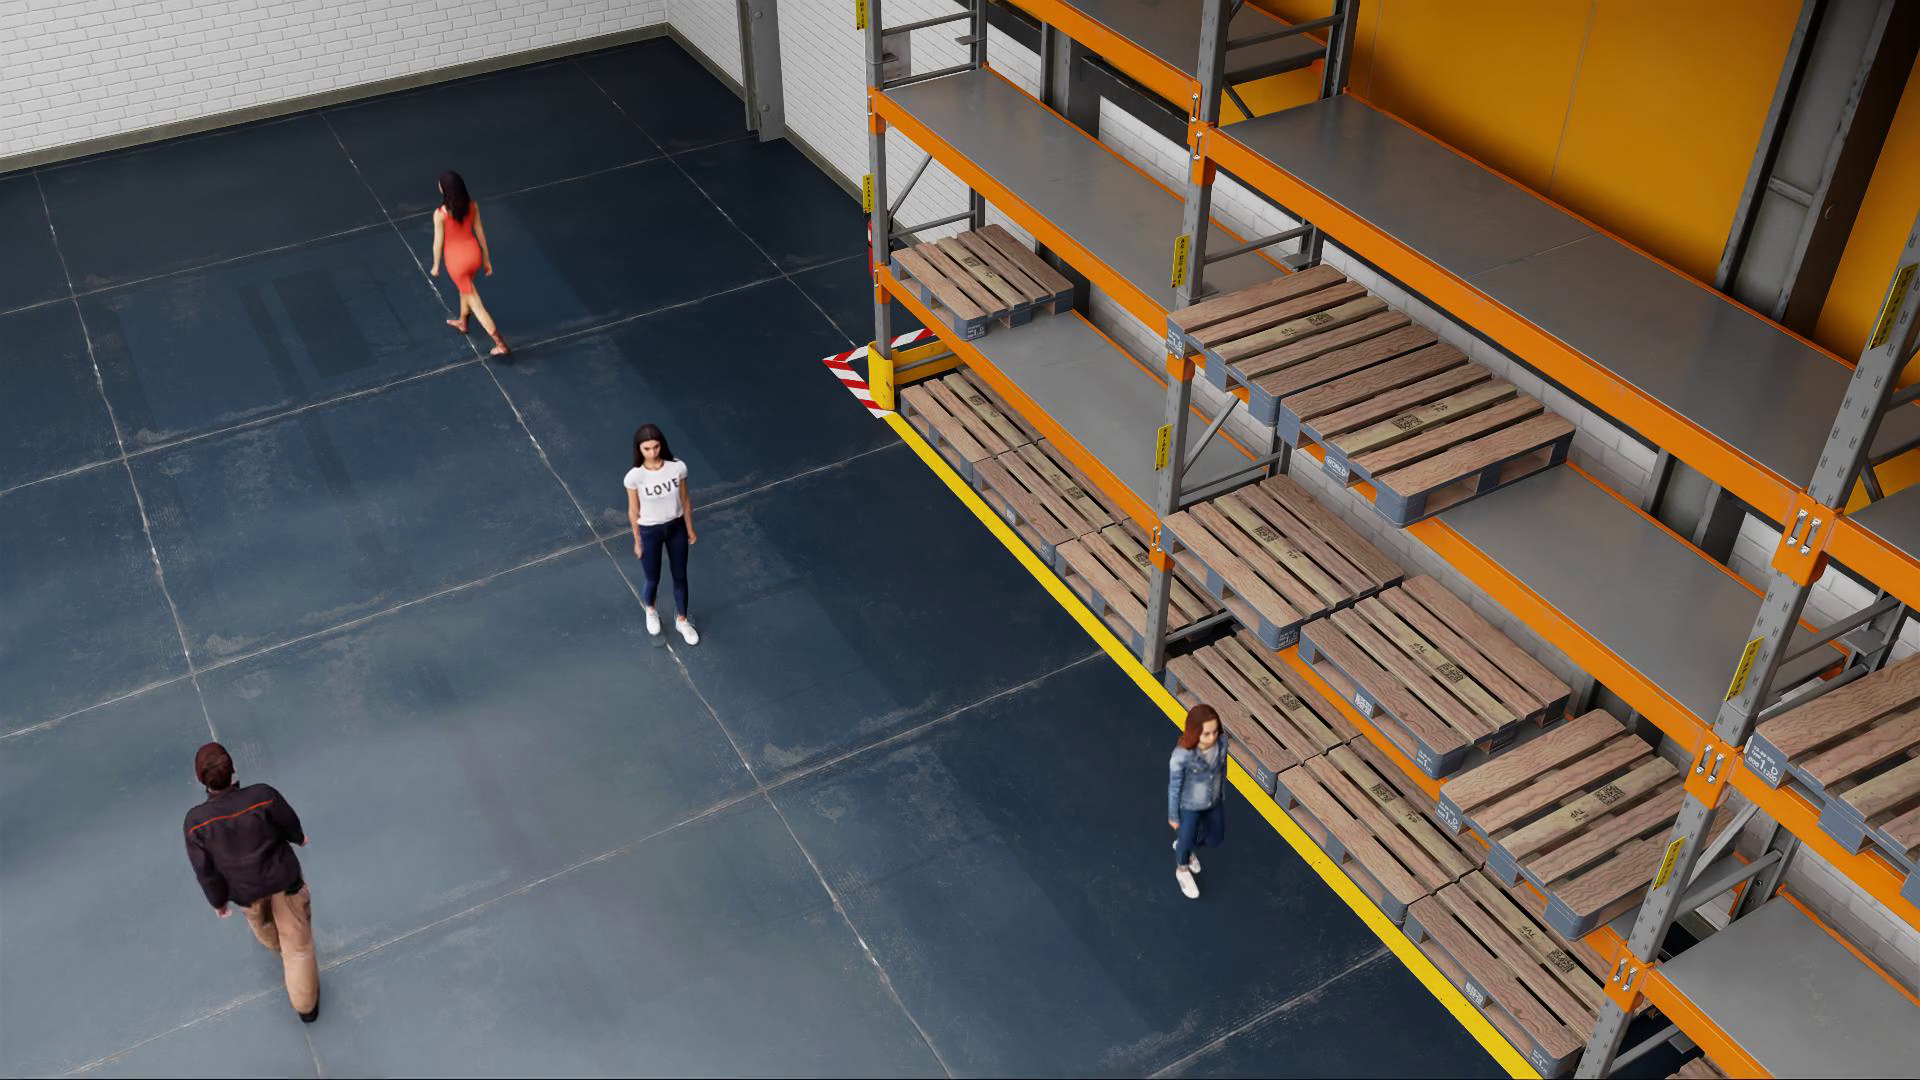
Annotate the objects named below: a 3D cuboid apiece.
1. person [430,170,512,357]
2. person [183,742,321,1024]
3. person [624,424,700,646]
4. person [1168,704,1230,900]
[{"bbox_3d":[-4.244,-2.350,14.430,1.222,1.675,0.910,25,45,28],"label":"person"},{"bbox_3d":[-3.735,1.898,8.937,0.792,1.892,1.105,-14,41,-17],"label":"person"},{"bbox_3d":[-2.068,-0.059,11.477,0.607,1.780,0.716,-18,42,-21],"label":"person"},{"bbox_3d":[1.361,1.487,9.792,0.582,1.467,0.562,-18,42,-22],"label":"person"}]
